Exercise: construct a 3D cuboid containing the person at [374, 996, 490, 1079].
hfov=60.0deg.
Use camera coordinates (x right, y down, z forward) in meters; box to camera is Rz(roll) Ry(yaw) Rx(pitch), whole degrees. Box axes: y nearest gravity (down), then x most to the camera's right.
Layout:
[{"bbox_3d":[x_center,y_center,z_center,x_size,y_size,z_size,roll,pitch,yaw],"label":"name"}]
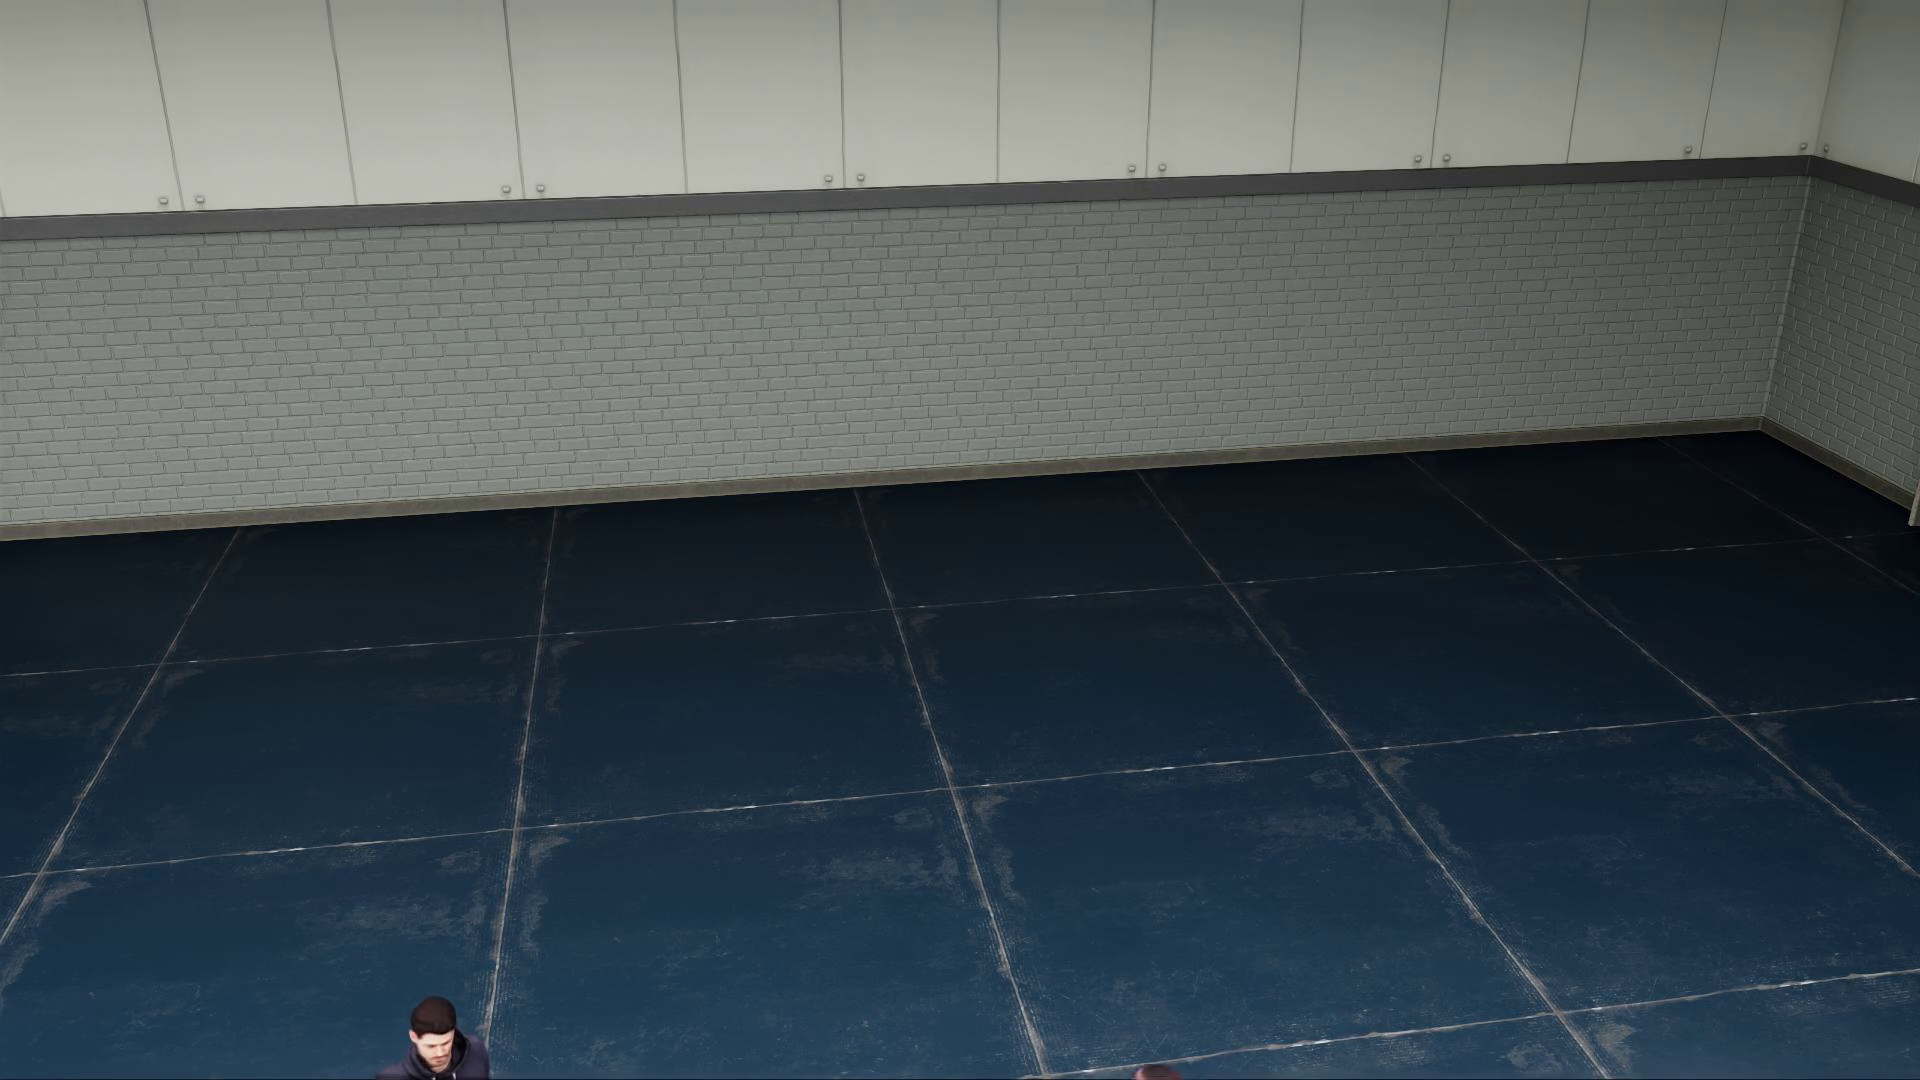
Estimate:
[{"bbox_3d":[-2.192,2.705,7.088,0.760,1.890,0.777,-21,31,-40],"label":"person"}]
